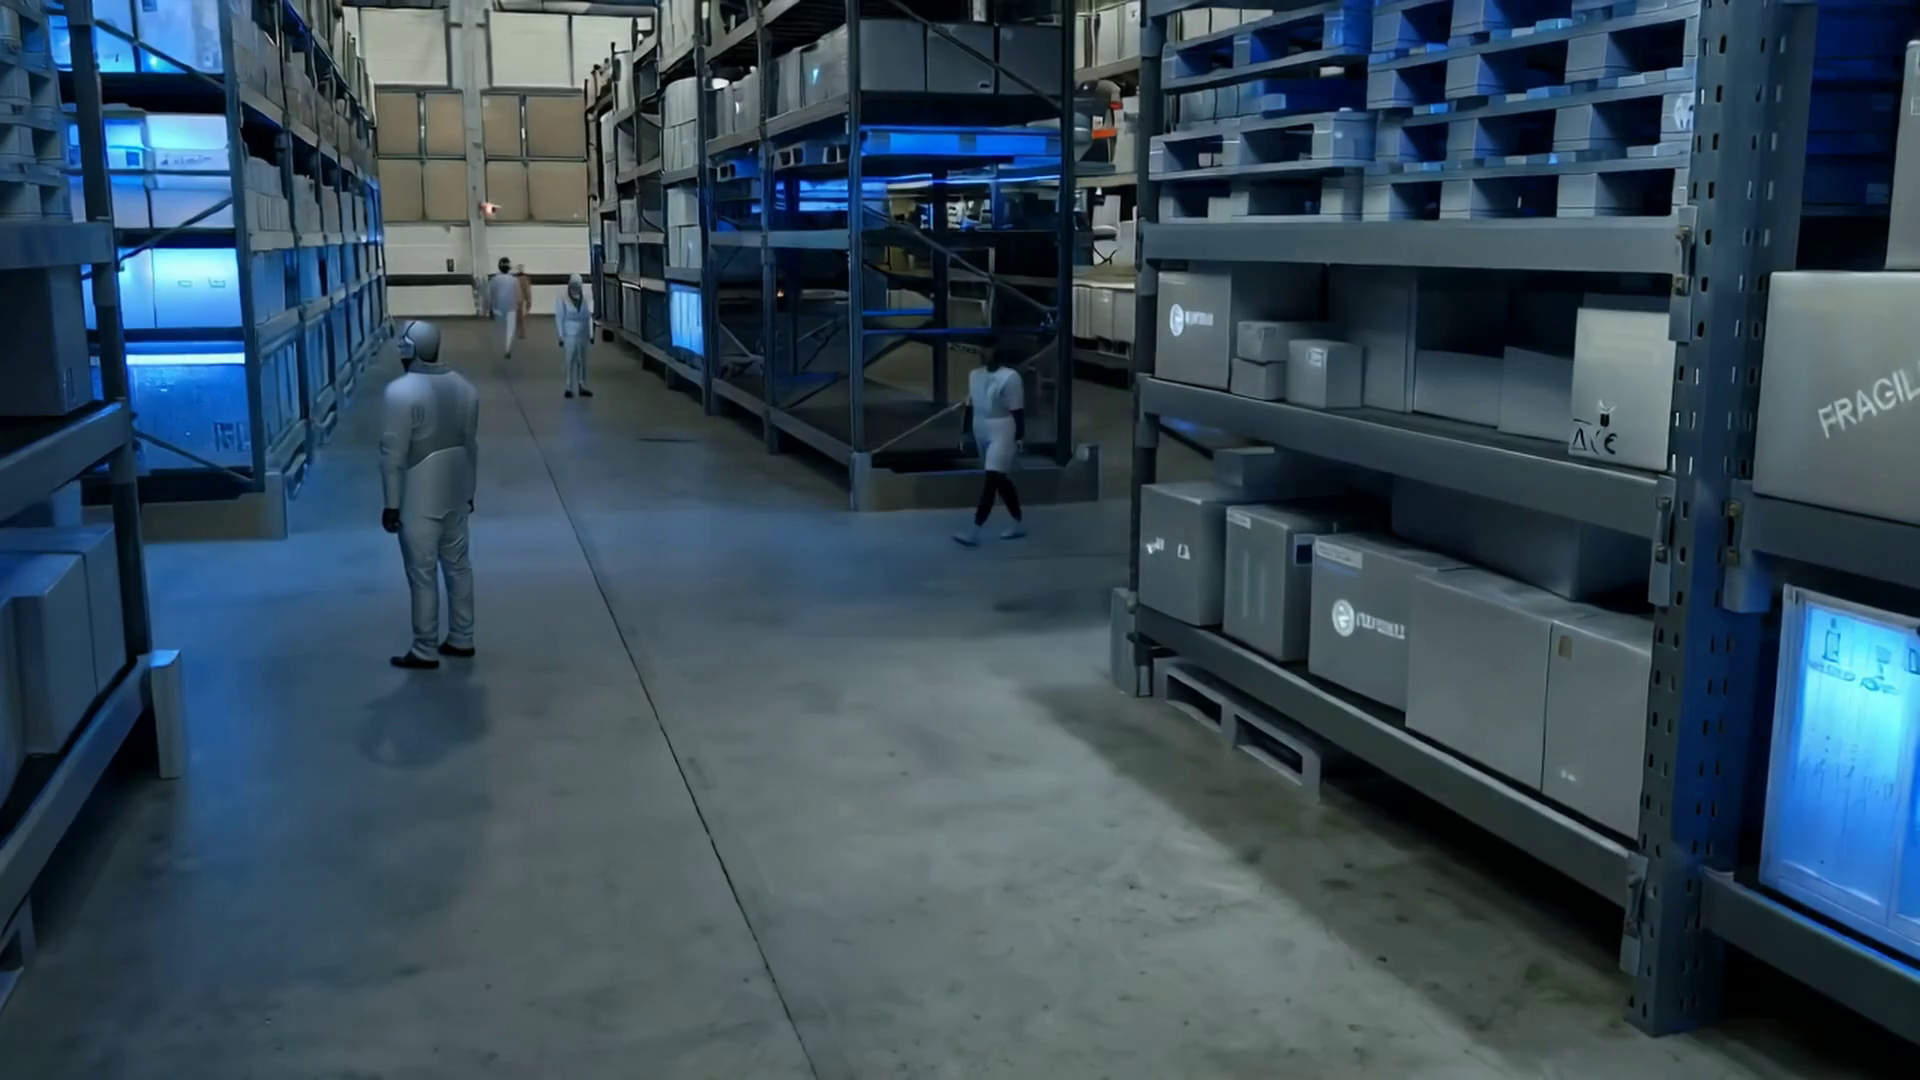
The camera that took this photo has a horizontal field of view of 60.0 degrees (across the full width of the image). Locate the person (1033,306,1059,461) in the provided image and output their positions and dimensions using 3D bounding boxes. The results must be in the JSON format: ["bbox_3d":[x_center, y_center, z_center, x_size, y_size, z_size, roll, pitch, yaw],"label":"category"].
[{"bbox_3d":[0.962,-1.650,17.565,0.288,1.626,0.497,-7,12,-33],"label":"person"}]

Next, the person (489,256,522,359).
[{"bbox_3d":[-8.736,-4.450,31.958,0.624,1.974,0.740,-1,10,-6],"label":"person"}]

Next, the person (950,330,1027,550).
[{"bbox_3d":[0.232,-0.773,12.668,0.896,1.640,0.551,-9,14,-42],"label":"person"}]

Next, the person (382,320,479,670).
[{"bbox_3d":[-2.918,-0.247,9.127,0.400,1.901,0.646,5,11,25],"label":"person"}]

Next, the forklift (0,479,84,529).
[{"bbox_3d":[-6.411,-0.884,9.913,1.873,2.768,1.129,-3,11,-18],"label":"forklift"}]

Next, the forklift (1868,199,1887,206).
[{"bbox_3d":[11.338,-2.915,21.052,1.129,2.768,1.873,-3,11,-17],"label":"forklift"}]

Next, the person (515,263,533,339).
[{"bbox_3d":[-10.056,-5.445,38.046,0.530,1.749,0.668,1,10,7],"label":"person"}]

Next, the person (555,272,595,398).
[{"bbox_3d":[-5.615,-2.993,24.353,0.599,1.830,0.403,-9,14,-41],"label":"person"}]

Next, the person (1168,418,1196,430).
[{"bbox_3d":[2.767,-2.311,20.452,0.557,1.899,0.971,-3,11,-15],"label":"person"}]
